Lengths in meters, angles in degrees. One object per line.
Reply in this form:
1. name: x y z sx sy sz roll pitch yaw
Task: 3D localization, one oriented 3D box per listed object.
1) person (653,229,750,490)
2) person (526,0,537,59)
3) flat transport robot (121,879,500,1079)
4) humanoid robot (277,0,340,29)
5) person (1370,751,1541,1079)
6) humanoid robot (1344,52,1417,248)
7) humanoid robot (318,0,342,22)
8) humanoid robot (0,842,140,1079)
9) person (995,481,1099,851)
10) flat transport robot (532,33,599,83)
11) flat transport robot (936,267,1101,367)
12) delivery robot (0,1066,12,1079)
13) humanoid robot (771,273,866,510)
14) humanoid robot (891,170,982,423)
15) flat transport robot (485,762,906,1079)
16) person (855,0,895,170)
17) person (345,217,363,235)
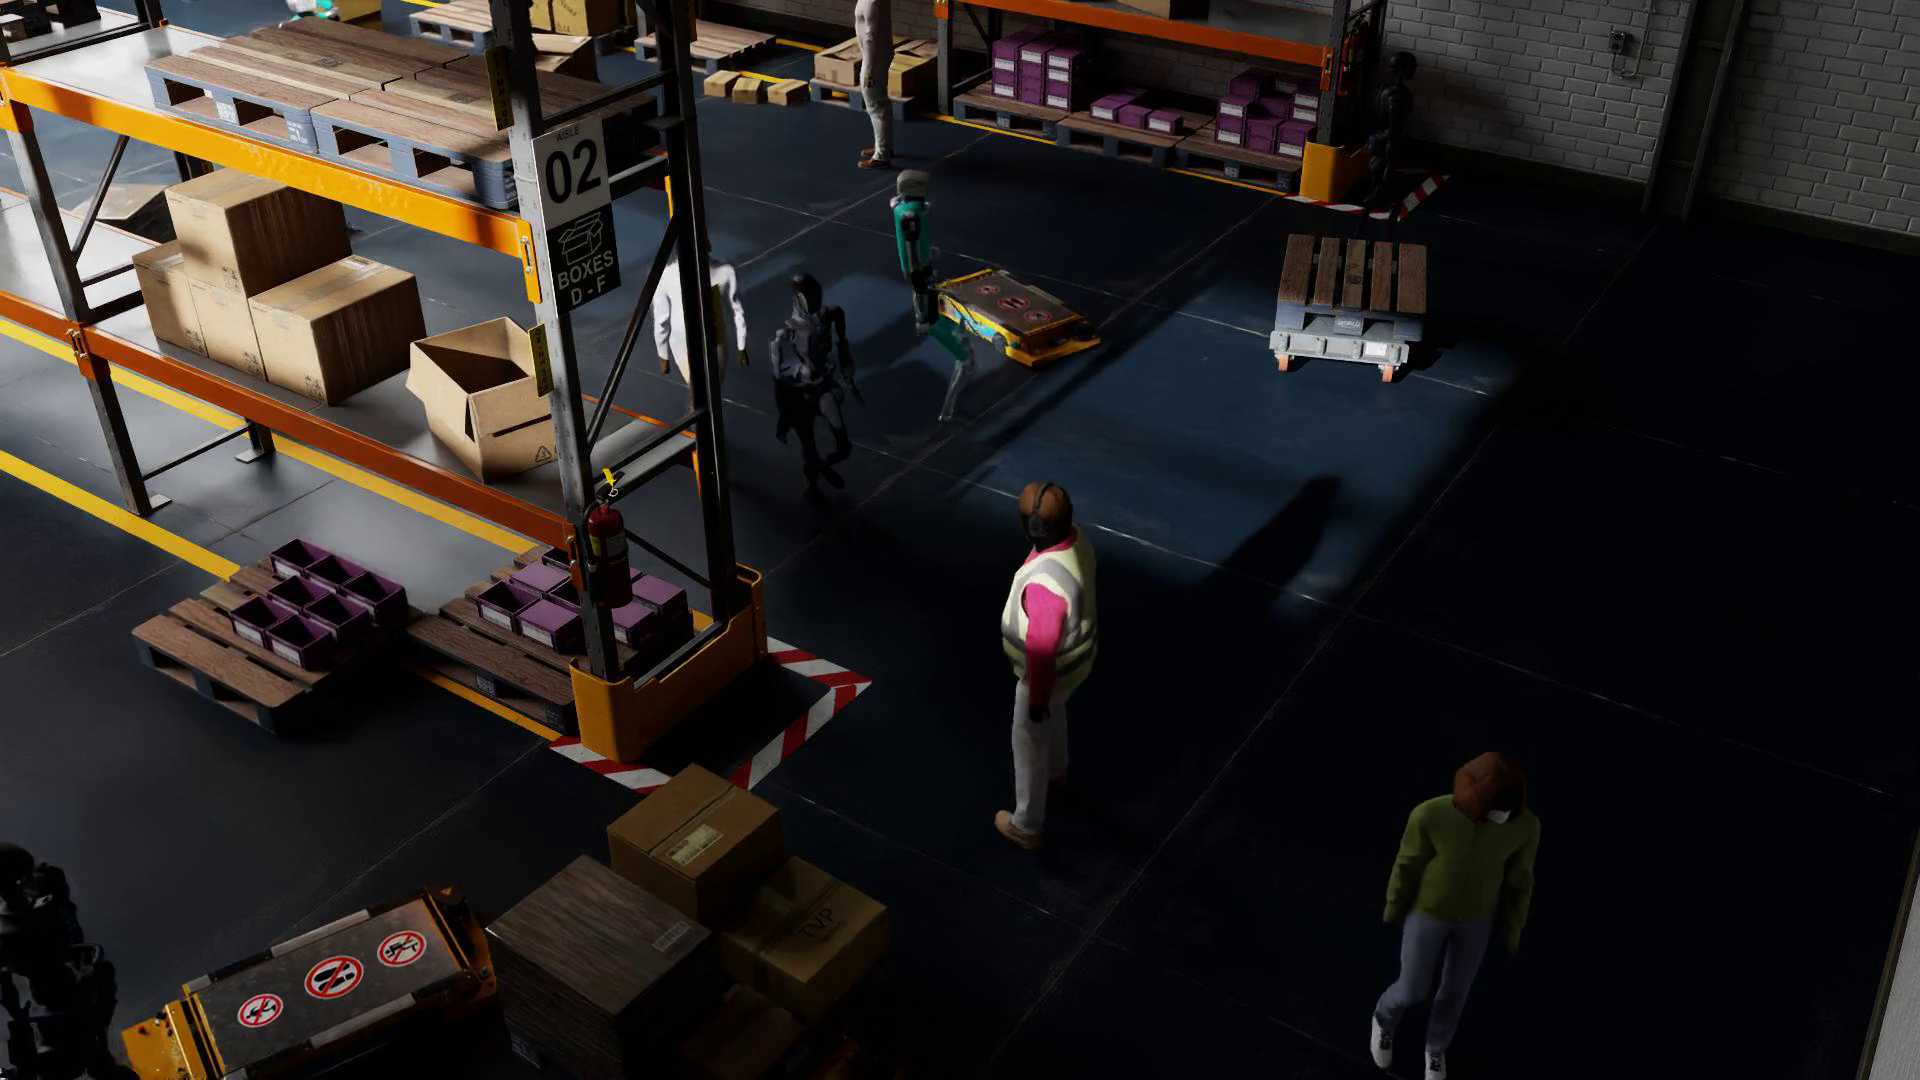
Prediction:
1. person: -1.638 -1.256 10.480 0.568 1.708 0.881 -17 37 -24
2. person: -4.053 -4.418 15.148 0.434 1.933 0.594 -20 38 -27
3. flat transport robot: -2.656 1.932 6.904 1.431 0.231 0.659 -20 38 -28
4. humanoid robot: -5.665 -3.900 14.542 0.550 1.792 0.789 -28 43 -36
5. person: 1.901 1.453 6.395 0.518 1.616 0.329 1 33 1
6. humanoid robot: 3.436 -3.098 13.349 0.504 1.648 0.600 7 34 11
7. humanoid robot: -6.927 -6.058 17.833 0.877 1.777 0.585 -3 33 -4
8. humanoid robot: -3.255 1.697 5.999 0.560 1.639 0.601 -2 33 -3
9. person: 0.402 0.554 7.598 0.436 1.822 0.651 9 34 13
10. flat transport robot: -3.955 -3.805 15.722 1.431 0.231 0.659 6 34 9
11. flat transport robot: 0.345 -1.709 12.499 0.659 0.231 1.431 -22 39 -30
12. delivery robot: -3.860 2.235 6.188 0.780 0.609 0.499 -25 41 -33
13. humanoid robot: -0.872 -0.882 9.942 0.614 1.631 0.410 -24 40 -32
14. humanoid robot: -0.091 -1.555 10.948 0.695 1.816 0.541 -2 33 -3
15. flat transport robot: -0.983 2.027 6.758 1.431 0.231 0.659 22 39 30
16. person: -0.774 -4.303 14.971 0.372 1.932 0.632 2 33 2
17. person: -5.342 -3.284 13.592 0.720 1.707 0.575 12 35 18
